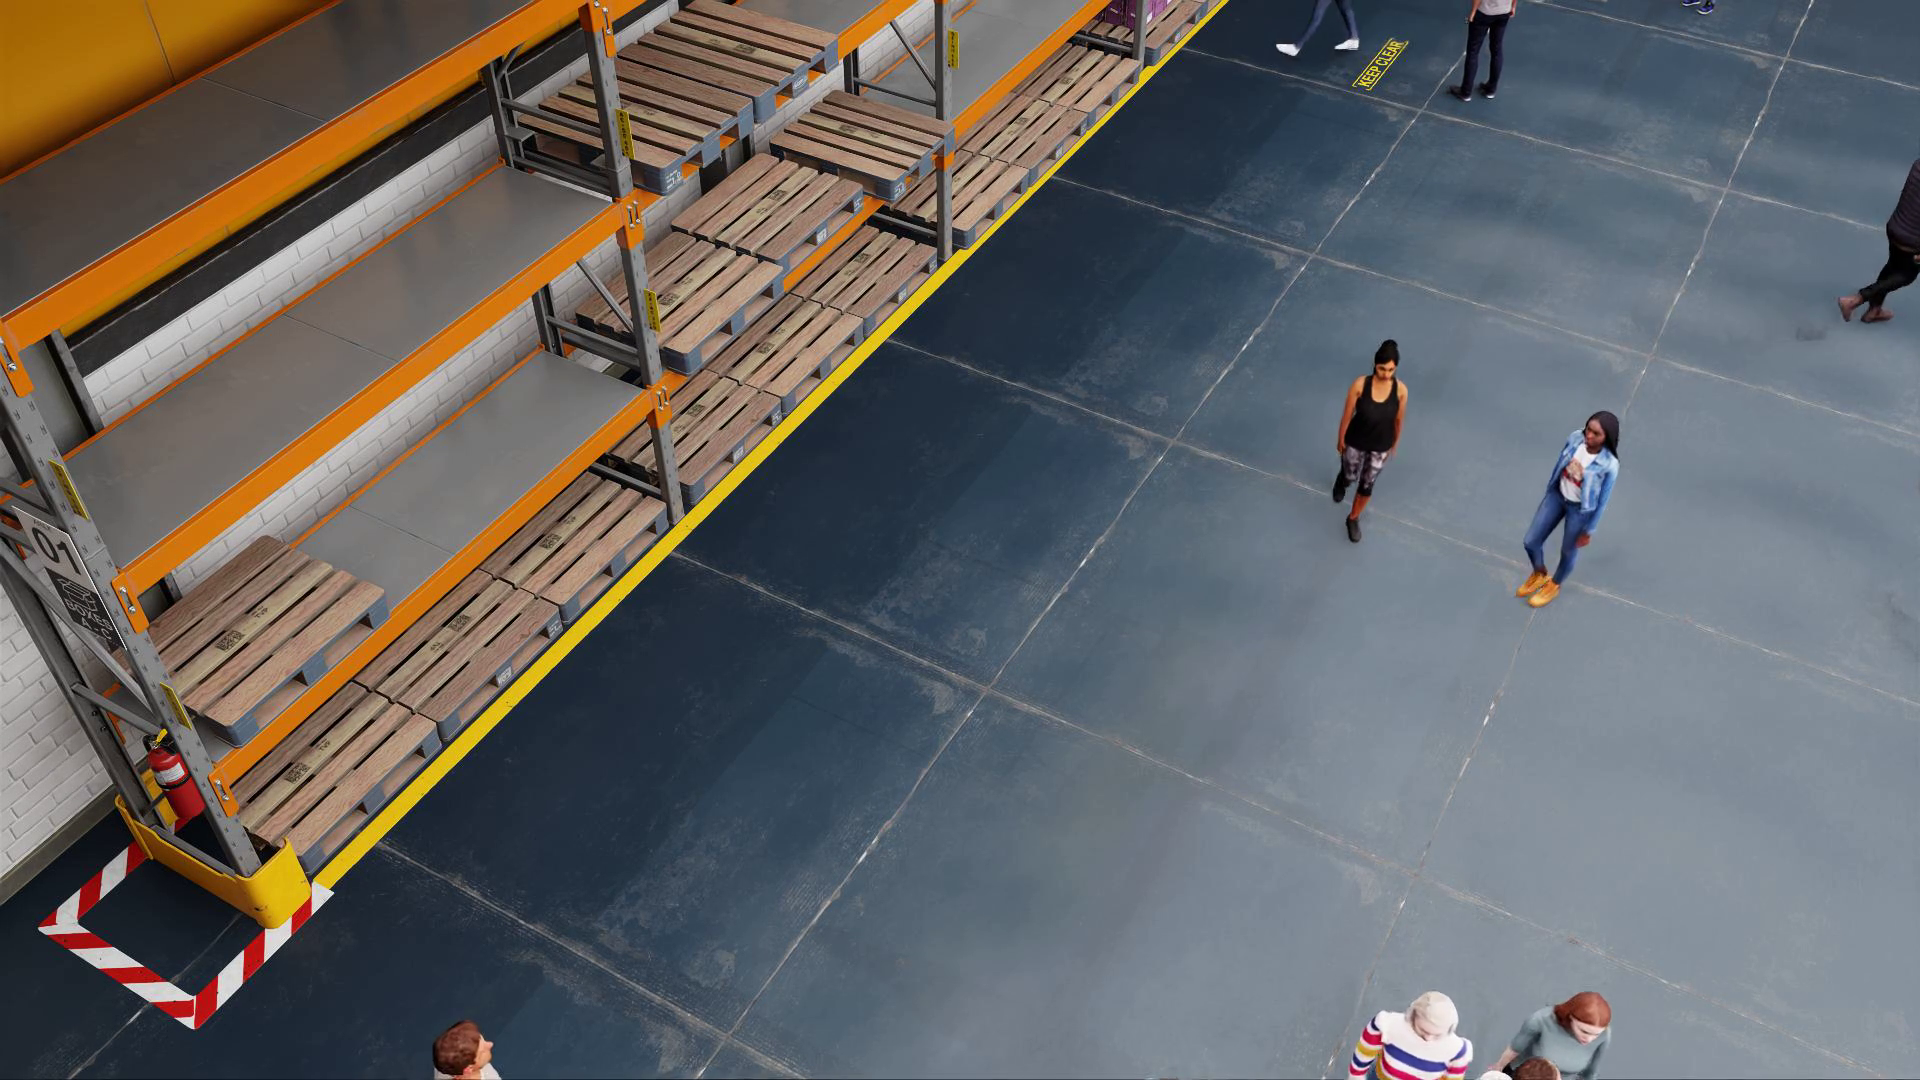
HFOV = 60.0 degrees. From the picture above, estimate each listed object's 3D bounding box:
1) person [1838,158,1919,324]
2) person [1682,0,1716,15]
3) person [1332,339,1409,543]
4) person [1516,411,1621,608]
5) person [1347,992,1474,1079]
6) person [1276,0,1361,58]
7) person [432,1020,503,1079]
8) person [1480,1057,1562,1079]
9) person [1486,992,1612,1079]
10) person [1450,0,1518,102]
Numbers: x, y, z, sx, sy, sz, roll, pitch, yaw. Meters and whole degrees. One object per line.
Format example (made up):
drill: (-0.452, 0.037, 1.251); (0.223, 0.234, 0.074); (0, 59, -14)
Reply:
person: (7.693, -2.494, 13.607); (1.057, 1.820, 1.015); (-6, 44, -7)
person: (8.235, -6.384, 18.102); (0.623, 1.252, 0.578); (-17, 46, -17)
person: (2.924, -0.764, 11.913); (0.779, 1.651, 0.898); (2, 44, 2)
person: (4.218, -0.225, 11.309); (0.743, 1.704, 0.728); (-24, 49, -23)
person: (2.194, 2.656, 8.225); (0.753, 1.787, 1.054); (16, 46, 16)
person: (3.970, -5.785, 17.162); (1.150, 1.680, 1.190); (-4, 44, -4)
person: (-2.280, 2.905, 7.885); (1.020, 1.895, 0.920); (-19, 47, -19)
person: (2.465, 2.989, 7.832); (0.807, 1.847, 0.752); (-11, 45, -11)
person: (2.875, 2.628, 8.302); (0.717, 1.721, 0.747); (11, 45, 12)
person: (5.292, -5.264, 16.501); (0.707, 1.839, 0.758); (-9, 44, -10)
